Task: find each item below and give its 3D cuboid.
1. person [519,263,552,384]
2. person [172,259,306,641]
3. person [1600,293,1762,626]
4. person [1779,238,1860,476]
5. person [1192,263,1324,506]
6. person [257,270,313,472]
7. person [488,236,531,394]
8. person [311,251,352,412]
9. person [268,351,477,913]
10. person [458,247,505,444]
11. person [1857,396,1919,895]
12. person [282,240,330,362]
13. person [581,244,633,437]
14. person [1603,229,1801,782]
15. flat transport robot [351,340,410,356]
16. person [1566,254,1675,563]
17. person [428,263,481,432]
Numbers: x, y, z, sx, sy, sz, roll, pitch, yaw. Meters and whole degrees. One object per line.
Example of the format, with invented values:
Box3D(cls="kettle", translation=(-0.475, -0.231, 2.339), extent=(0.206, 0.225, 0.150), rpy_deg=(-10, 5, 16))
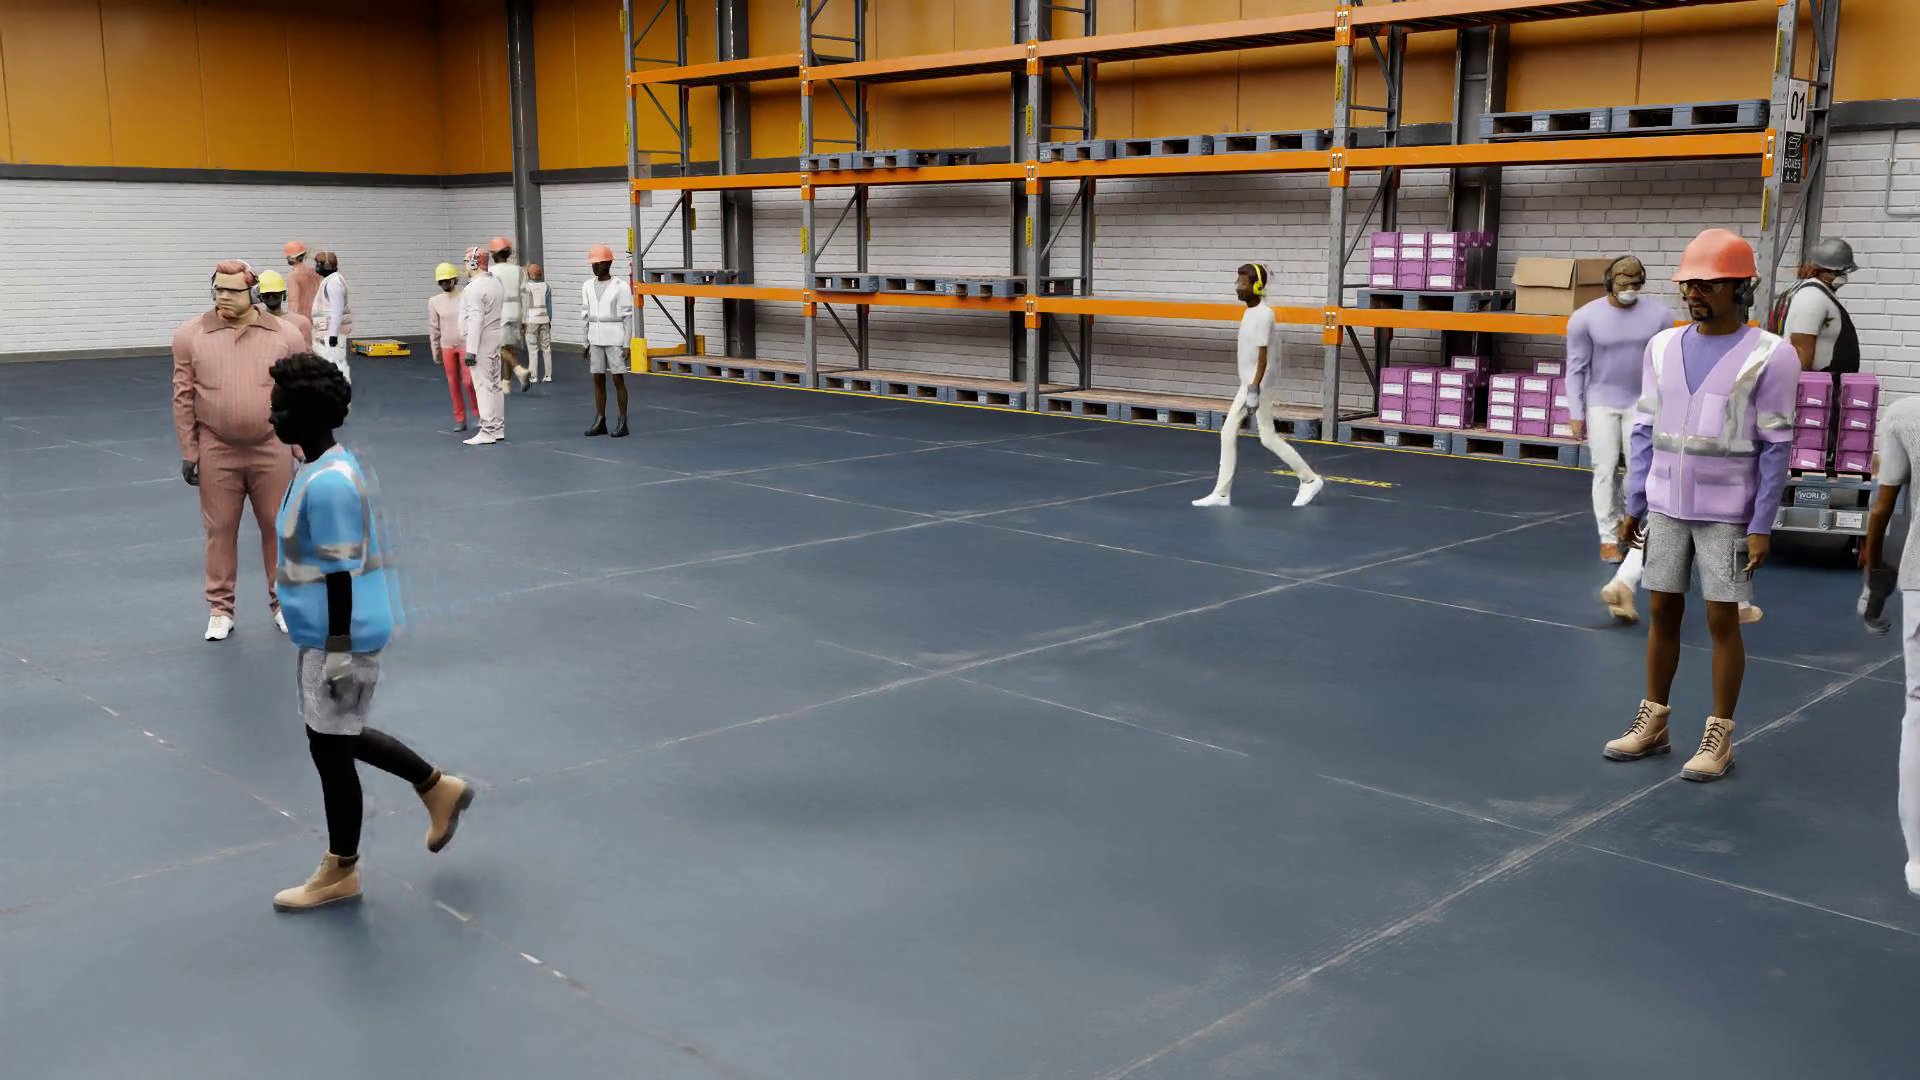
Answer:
Box3D(cls="person", translation=(-5.803, -2.960, 22.778), extent=(0.307, 1.641, 0.514), rpy_deg=(9, 14, 40))
Box3D(cls="person", translation=(-3.598, -0.450, 8.381), extent=(0.638, 1.904, 0.402), rpy_deg=(-5, 11, -23))
Box3D(cls="person", translation=(3.784, -0.429, 8.538), extent=(0.887, 1.815, 0.633), rpy_deg=(-4, 11, -21))
Box3D(cls="person", translation=(6.064, -1.145, 11.785), extent=(0.536, 2.000, 0.705), rpy_deg=(4, 11, 21))
Box3D(cls="person", translation=(2.259, -1.139, 12.357), extent=(0.937, 1.833, 0.543), rpy_deg=(-1, 10, -8))
Box3D(cls="person", translation=(-5.084, -1.123, 12.418), extent=(0.533, 1.767, 0.326), rpy_deg=(-5, 12, -26))
Box3D(cls="person", translation=(-5.684, -2.814, 20.985), extent=(0.788, 2.021, 0.605), rpy_deg=(9, 14, 40))
Box3D(cls="person", translation=(-7.183, -2.375, 19.042), extent=(0.429, 1.839, 0.633), rpy_deg=(-4, 11, -20))
Box3D(cls="person", translation=(-1.809, 0.272, 5.025), extent=(0.546, 1.686, 0.540), rpy_deg=(-5, 11, -25))
Box3D(cls="person", translation=(-4.664, -1.885, 16.189), extent=(0.410, 1.909, 0.643), rpy_deg=(1, 10, 4))
Box3D(cls="person", translation=(3.147, 0.153, 5.228), extent=(0.565, 1.845, 0.740), rpy_deg=(7, 12, 33))
Box3D(cls="person", translation=(-8.529, -2.929, 21.751), extent=(0.929, 1.961, 0.614), rpy_deg=(2, 11, 13))
Box3D(cls="person", translation=(-3.562, -1.995, 16.703), extent=(0.552, 1.934, 0.373), rpy_deg=(4, 11, 19))
Box3D(cls="person", translation=(2.761, -0.125, 6.218), extent=(0.372, 2.044, 0.608), rpy_deg=(-8, 13, -36))
Box3D(cls="flat transport robot", translation=(-9.823, -3.262, 28.162), extent=(0.652, 0.197, 1.431), rpy_deg=(-6, 12, -31))
Box3D(cls="person", translation=(4.061, -0.802, 10.287), extent=(0.668, 1.903, 0.522), rpy_deg=(2, 11, 8))
Box3D(cls="person", translation=(-5.169, -1.968, 17.081), extent=(0.546, 1.737, 0.456), rpy_deg=(0, 10, 2))
